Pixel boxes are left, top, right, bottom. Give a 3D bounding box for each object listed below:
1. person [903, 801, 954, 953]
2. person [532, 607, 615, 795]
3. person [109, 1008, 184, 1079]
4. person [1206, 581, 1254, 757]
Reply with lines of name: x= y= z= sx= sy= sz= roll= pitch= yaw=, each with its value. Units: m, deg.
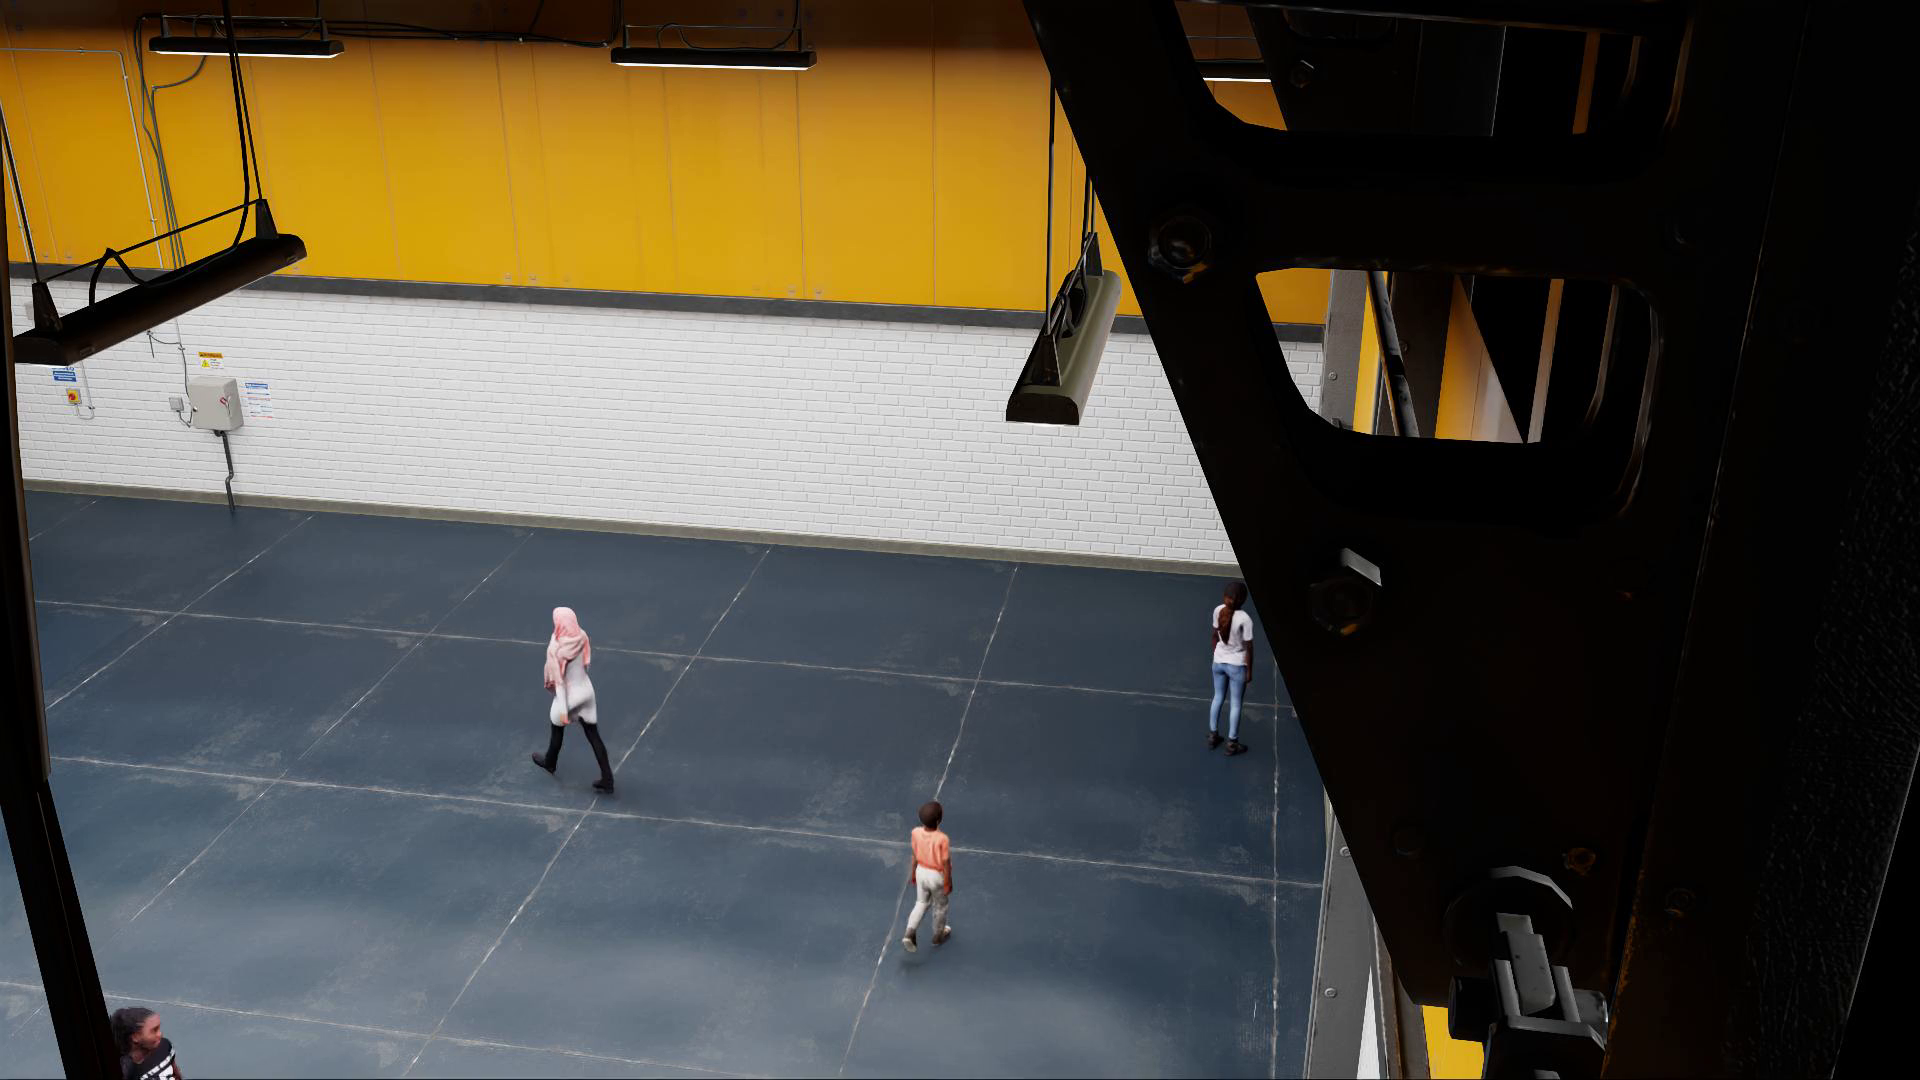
person: x=-0.244 y=2.587 z=12.683 sx=0.648 sy=1.300 sz=0.822 roll=14 pitch=27 yaw=30
person: x=-3.335 y=1.461 z=14.701 sx=1.049 sy=1.746 sz=1.204 roll=16 pitch=28 yaw=32
person: x=-4.800 y=3.544 z=9.944 sx=0.738 sy=1.738 sz=0.591 roll=13 pitch=27 yaw=27
person: x=2.504 y=1.167 z=15.408 sx=0.662 sy=1.719 sz=0.686 roll=22 pitch=32 yaw=40
